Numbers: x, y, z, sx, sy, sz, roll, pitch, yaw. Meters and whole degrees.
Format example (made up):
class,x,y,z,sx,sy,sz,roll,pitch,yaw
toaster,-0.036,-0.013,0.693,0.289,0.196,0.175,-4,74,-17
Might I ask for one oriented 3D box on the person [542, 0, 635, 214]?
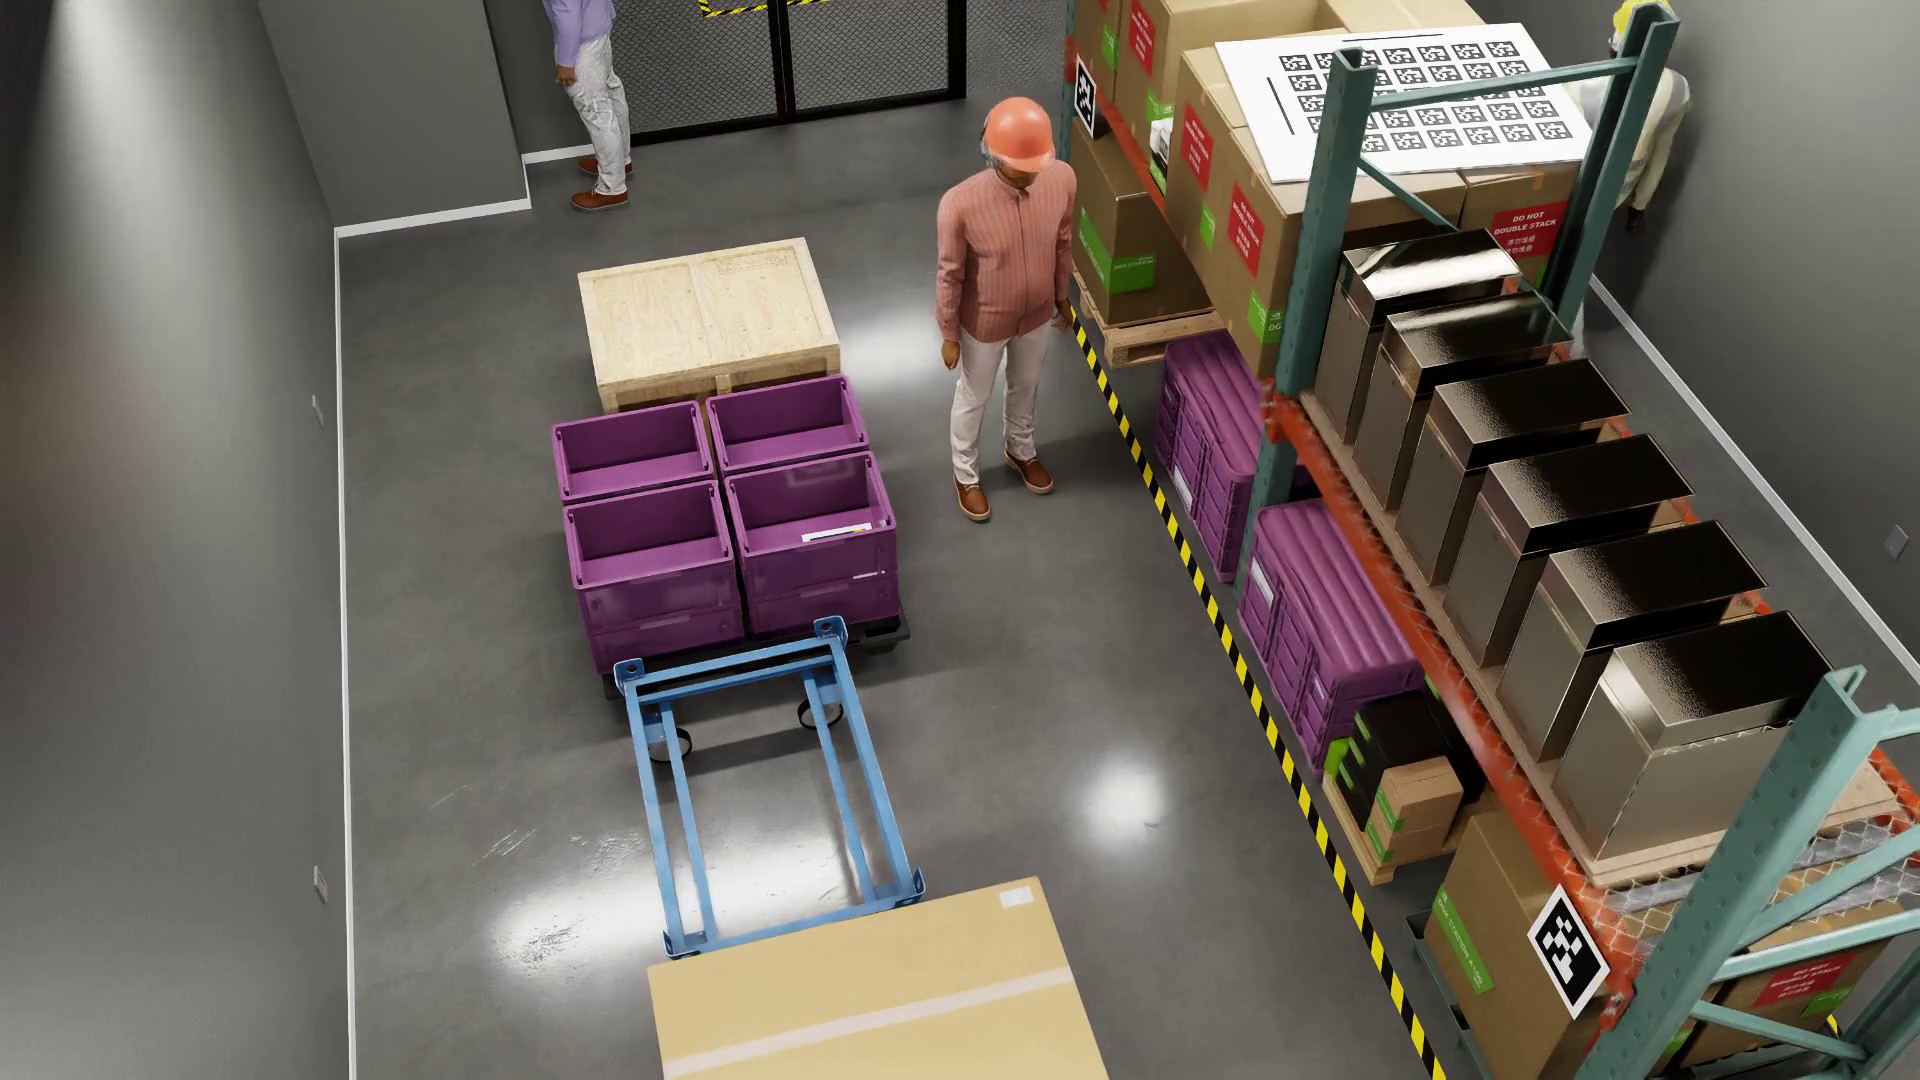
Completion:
class,x,y,z,sx,sy,sz,roll,pitch,yaw
person,-1.884,-2.515,8.196,0.372,1.940,0.632,1,47,0

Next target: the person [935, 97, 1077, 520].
class,x,y,z,sx,sy,sz,roll,pitch,yaw
person,0.197,-0.908,6.684,0.622,1.990,0.399,-22,51,-19

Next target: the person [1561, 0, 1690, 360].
class,x,y,z,sx,sy,sz,roll,pitch,yaw
person,2.840,-1.592,7.457,0.582,1.784,0.961,-9,48,-8
